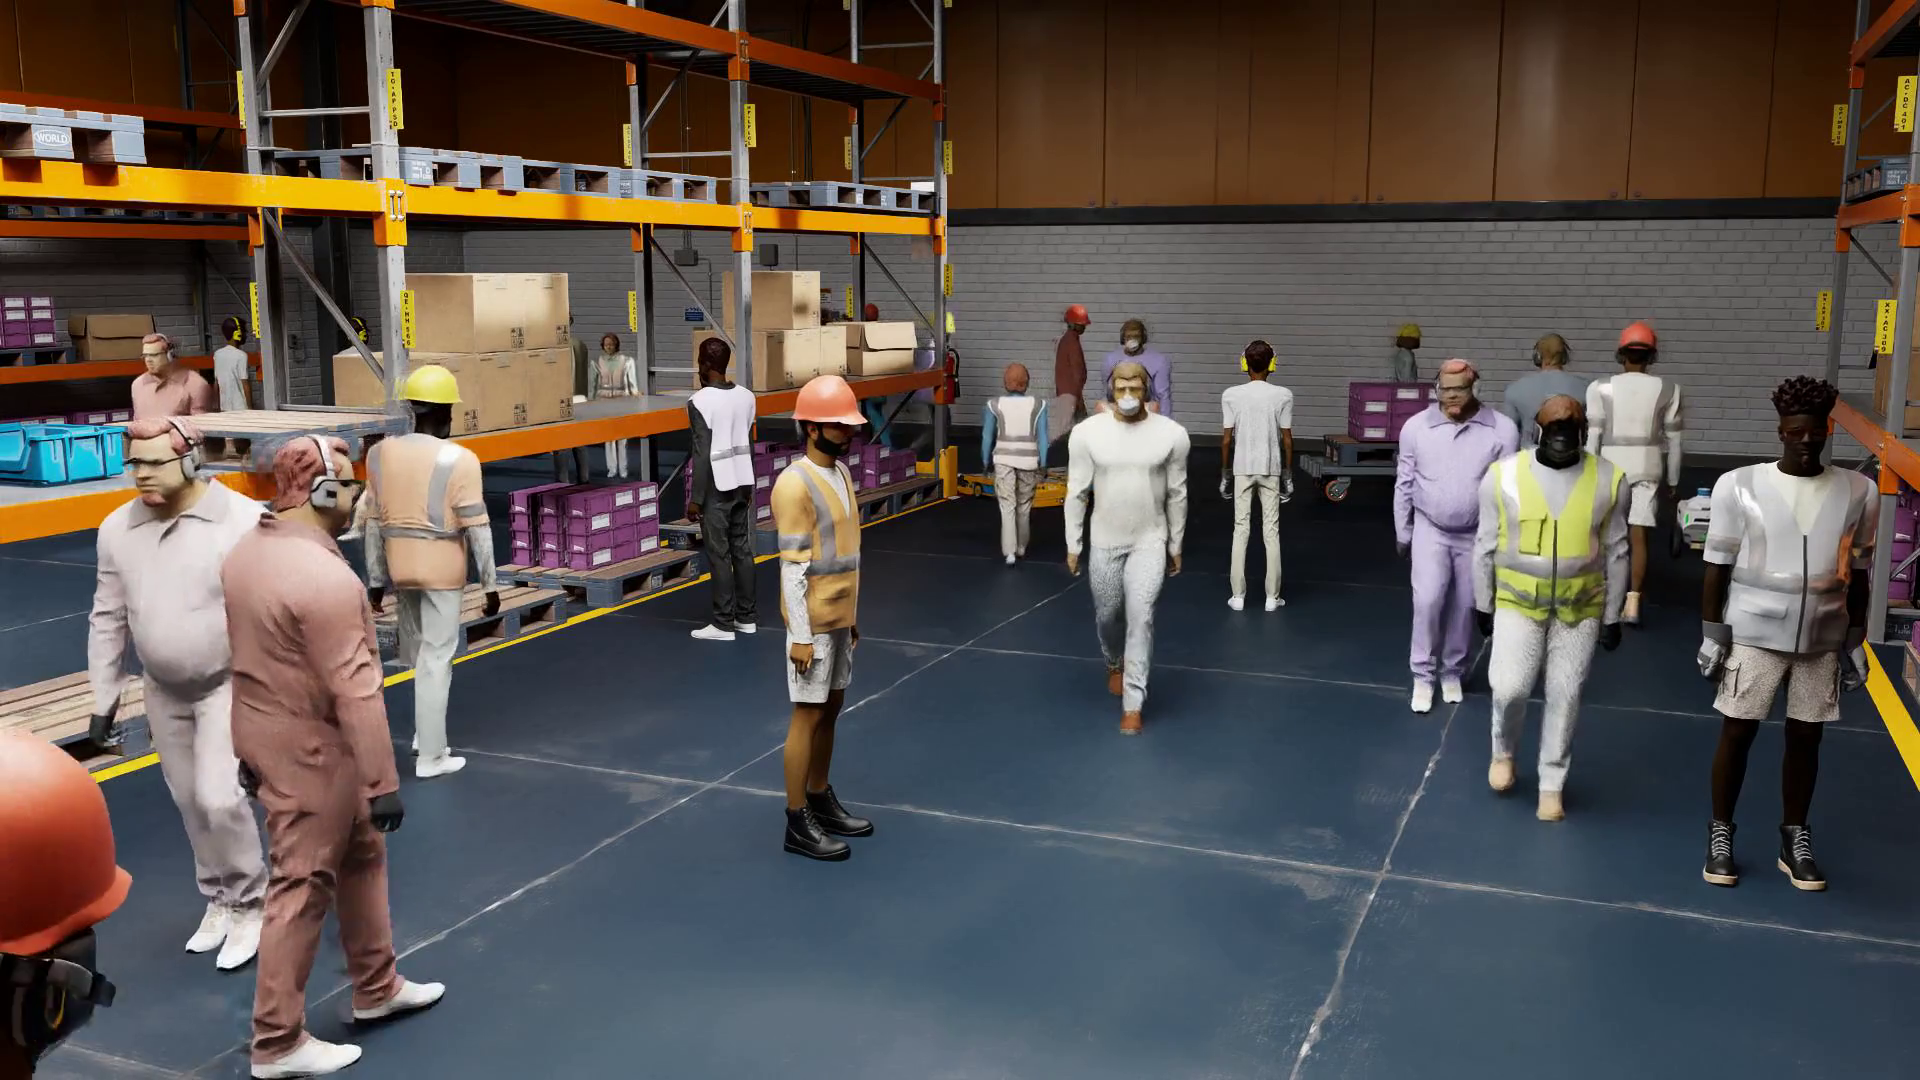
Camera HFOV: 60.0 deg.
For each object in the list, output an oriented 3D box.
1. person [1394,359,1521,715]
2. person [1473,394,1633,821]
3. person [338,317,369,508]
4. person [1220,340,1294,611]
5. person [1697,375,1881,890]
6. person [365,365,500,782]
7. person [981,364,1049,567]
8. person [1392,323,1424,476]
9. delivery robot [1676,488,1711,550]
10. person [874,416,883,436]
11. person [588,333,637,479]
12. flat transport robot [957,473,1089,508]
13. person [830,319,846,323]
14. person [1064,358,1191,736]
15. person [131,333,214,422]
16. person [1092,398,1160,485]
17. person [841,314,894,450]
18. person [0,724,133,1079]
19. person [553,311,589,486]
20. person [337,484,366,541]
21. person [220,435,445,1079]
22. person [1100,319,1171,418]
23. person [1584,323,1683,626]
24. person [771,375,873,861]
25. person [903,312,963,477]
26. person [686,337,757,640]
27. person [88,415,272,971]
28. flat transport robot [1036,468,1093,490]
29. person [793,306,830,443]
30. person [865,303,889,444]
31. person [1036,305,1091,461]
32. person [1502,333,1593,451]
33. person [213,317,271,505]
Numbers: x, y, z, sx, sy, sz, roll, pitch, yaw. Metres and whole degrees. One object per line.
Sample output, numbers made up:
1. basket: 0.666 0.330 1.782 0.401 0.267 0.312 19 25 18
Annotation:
1. person: 2.623 -0.014 8.829 0.633 1.873 0.742 2 10 14
2. person: 2.527 0.287 7.137 0.626 1.831 0.449 2 10 15
3. person: -5.813 -1.231 16.207 0.513 1.877 0.328 5 11 29
4. person: 2.042 -0.437 11.427 0.507 1.865 0.329 2 10 12
5. person: 3.131 0.355 6.312 0.613 1.963 0.362 2 10 10
6. person: -2.421 0.147 7.728 0.624 1.907 0.557 3 10 20
7. person: 0.433 -0.597 13.206 0.530 1.596 0.851 0 9 -1
8. person: 5.013 -1.563 18.632 0.362 1.728 0.517 0 9 2
9. delivery robot: 6.045 -0.180 13.538 0.477 0.478 0.707 3 10 19
10. person: -1.261 -2.196 22.260 0.647 1.808 0.618 -3 10 -20
11. person: -3.861 -1.479 18.467 0.538 1.619 0.568 -1 9 -4
12. flat transport robot: 0.617 -0.525 16.771 0.652 0.197 1.431 -6 11 -31
13. person: -1.295 -1.478 17.956 0.966 1.788 0.526 -7 12 -38
14. person: 0.870 -0.006 8.712 0.639 1.910 0.908 1 9 6
15. person: -5.696 -0.550 12.035 0.667 1.889 0.422 1 9 7
16. person: 1.244 -0.513 12.631 0.521 1.620 0.573 2 10 11
17. person: -1.271 -1.900 20.520 1.019 1.796 0.560 4 10 25
18. person: -0.868 1.140 1.522 0.650 1.975 0.431 -1 9 -4
19. person: -3.999 -1.378 16.777 0.404 1.987 0.608 6 11 31
20. person: -5.137 -0.827 14.612 0.505 1.593 0.820 8 12 41
21. person: -1.811 0.626 4.943 0.807 1.870 0.685 -8 12 -40
22. person: 1.513 -0.974 14.566 0.654 1.890 0.986 3 10 15
23. person: 4.486 -0.447 11.118 0.628 1.991 1.047 3 10 18
24. person: -0.532 0.305 6.704 0.364 1.935 0.553 3 10 17
25. person: -0.336 -1.597 18.412 0.645 1.886 0.626 2 10 9
26. person: -1.499 -0.321 10.557 0.373 1.917 0.595 5 11 29
27. person: -2.562 0.517 5.597 0.715 1.880 0.604 1 9 8
28. flat transport robot: 1.355 -0.650 17.533 1.431 0.197 0.652 -6 11 -31
29. person: -1.974 -2.170 22.015 0.633 1.845 0.833 4 10 21
30. person: -1.135 -1.986 20.696 0.552 1.895 0.888 1 9 5
31. person: 1.178 -1.683 18.768 0.931 1.948 0.622 0 9 0
32. person: 4.025 -0.467 11.487 0.638 1.910 0.767 4 10 25
33. person: -7.112 -1.257 16.380 0.534 1.868 0.310 6 11 31
